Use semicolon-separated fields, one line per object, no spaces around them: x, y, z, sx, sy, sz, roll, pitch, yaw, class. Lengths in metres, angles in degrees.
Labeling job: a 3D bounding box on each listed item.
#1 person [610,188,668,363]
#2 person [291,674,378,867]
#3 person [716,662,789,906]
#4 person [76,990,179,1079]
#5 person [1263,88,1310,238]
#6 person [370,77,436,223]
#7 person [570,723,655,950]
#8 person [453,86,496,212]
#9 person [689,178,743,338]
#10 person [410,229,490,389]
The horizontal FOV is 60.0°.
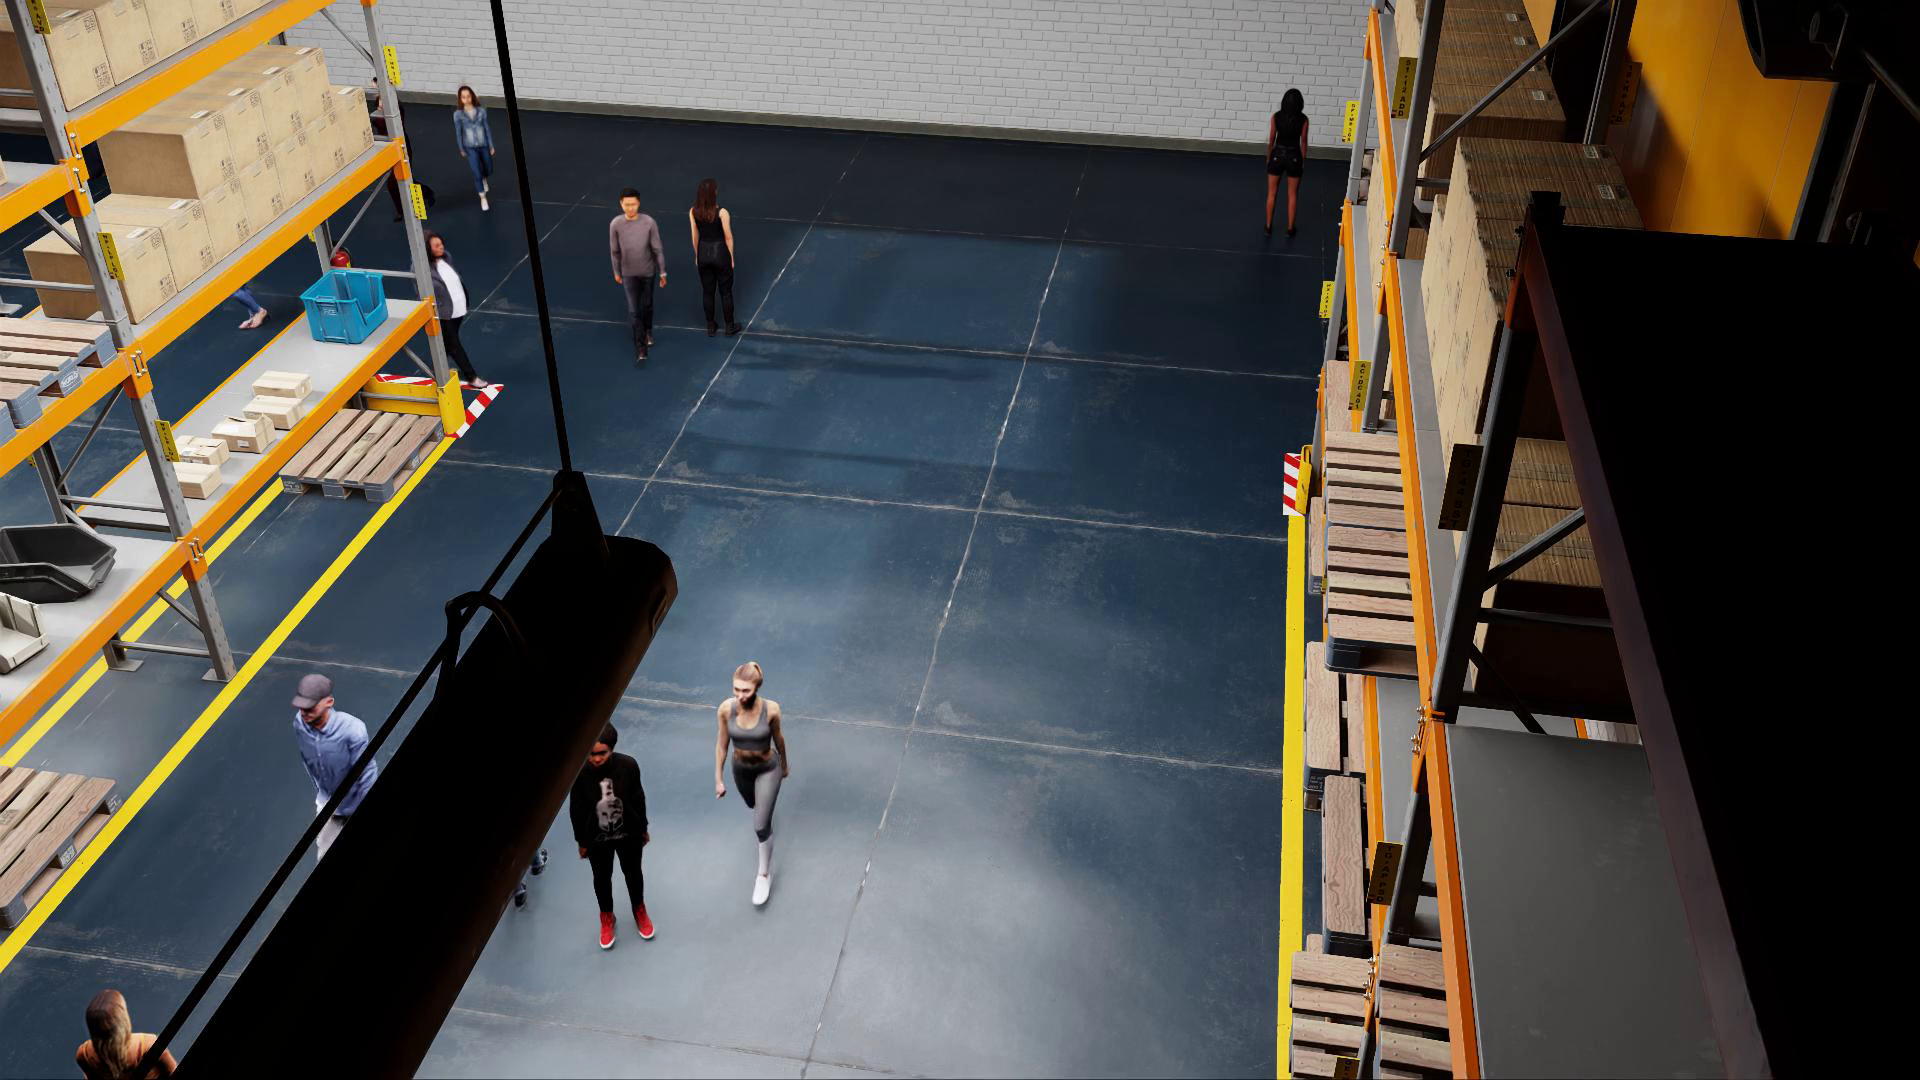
-3.219;-2.726;16.712;0.914;1.736;1.133;-3;34;-5;person
-3.709;1.532;10.194;0.692;1.861;0.935;7;34;10;person
-1.281;1.413;10.550;0.645;1.664;1.130;3;34;5;person
-4.105;2.869;8.392;0.641;1.629;0.625;-6;34;-9;person
3.740;-4.339;19.133;0.601;1.741;0.529;8;34;11;person
-6.546;-4.579;19.497;0.867;1.739;0.940;27;42;34;person
-2.098;1.751;10.032;0.671;1.674;0.662;-10;35;-14;person
-5.819;-4.749;19.998;0.821;1.467;0.924;-14;36;-20;person
-2.515;-2.876;16.981;0.576;1.688;0.550;6;34;9;person
-5.050;-2.251;16.153;0.850;1.563;0.969;12;35;17;person
